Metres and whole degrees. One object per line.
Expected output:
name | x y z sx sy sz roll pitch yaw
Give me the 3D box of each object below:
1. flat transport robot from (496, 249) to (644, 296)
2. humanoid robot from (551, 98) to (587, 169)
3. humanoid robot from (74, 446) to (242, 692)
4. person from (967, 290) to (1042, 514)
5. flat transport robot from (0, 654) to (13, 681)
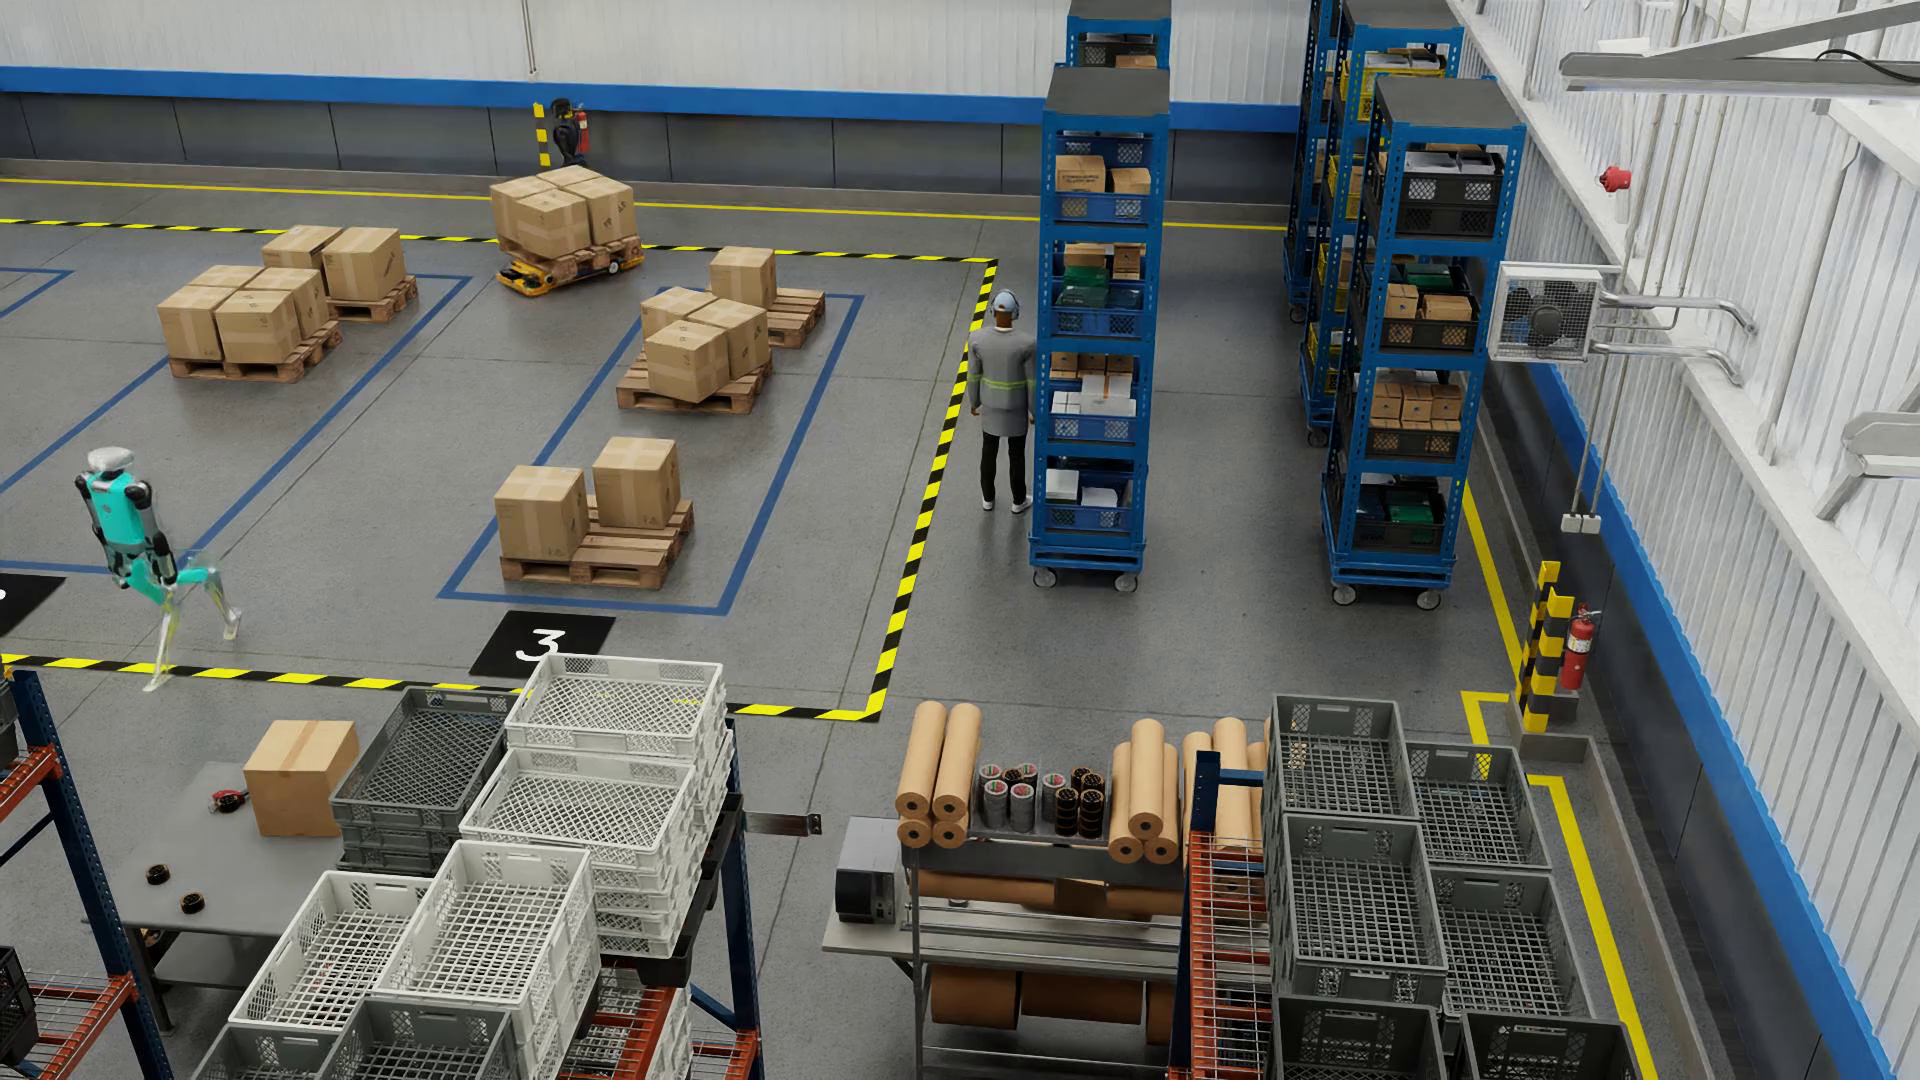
flat transport robot | -4.147 -2.951 17.715 1.431 0.197 0.652 -26 39 -37
humanoid robot | -4.279 -4.017 18.227 0.786 1.625 0.608 -2 30 -3
humanoid robot | -5.275 0.064 11.135 0.530 1.778 0.995 10 32 16
person | 0.353 -1.073 12.945 0.586 1.851 0.390 8 31 14
flat transport robot | -7.142 0.969 11.010 1.431 0.231 0.659 3 30 6
